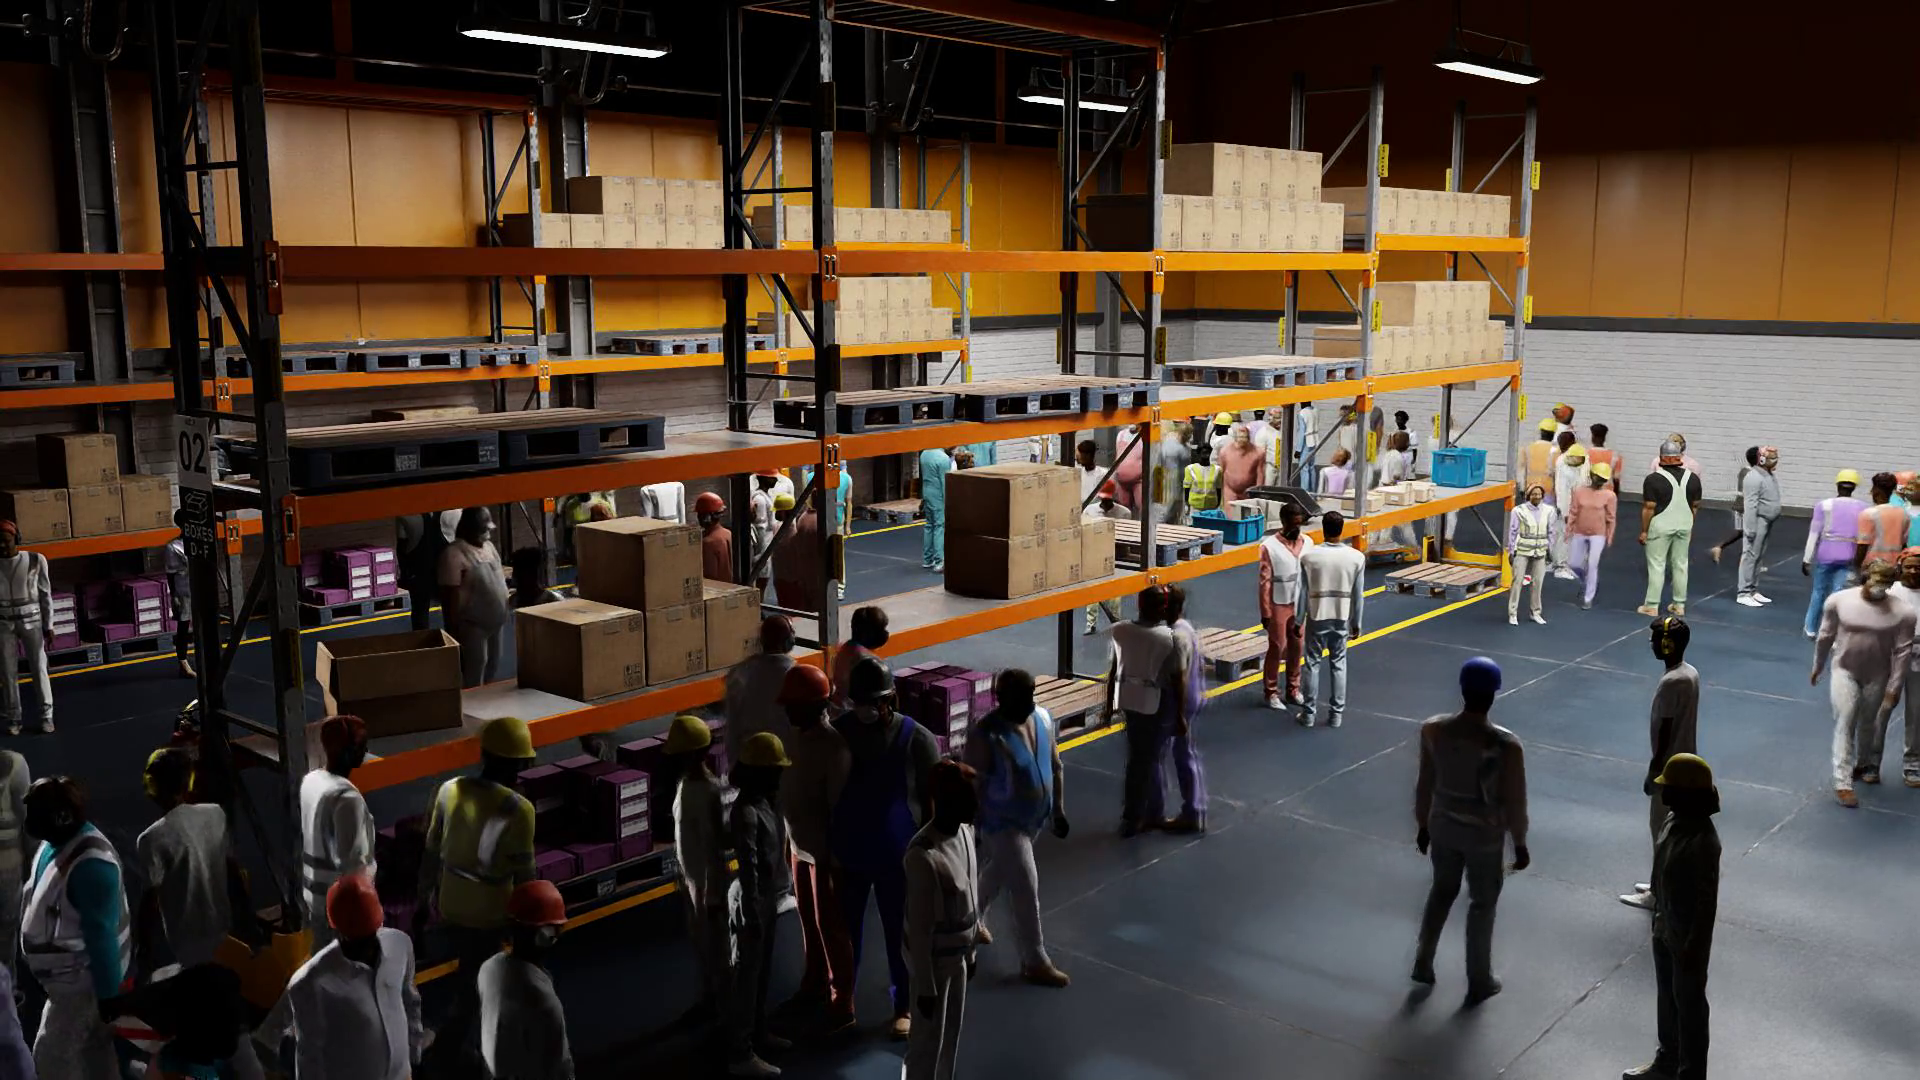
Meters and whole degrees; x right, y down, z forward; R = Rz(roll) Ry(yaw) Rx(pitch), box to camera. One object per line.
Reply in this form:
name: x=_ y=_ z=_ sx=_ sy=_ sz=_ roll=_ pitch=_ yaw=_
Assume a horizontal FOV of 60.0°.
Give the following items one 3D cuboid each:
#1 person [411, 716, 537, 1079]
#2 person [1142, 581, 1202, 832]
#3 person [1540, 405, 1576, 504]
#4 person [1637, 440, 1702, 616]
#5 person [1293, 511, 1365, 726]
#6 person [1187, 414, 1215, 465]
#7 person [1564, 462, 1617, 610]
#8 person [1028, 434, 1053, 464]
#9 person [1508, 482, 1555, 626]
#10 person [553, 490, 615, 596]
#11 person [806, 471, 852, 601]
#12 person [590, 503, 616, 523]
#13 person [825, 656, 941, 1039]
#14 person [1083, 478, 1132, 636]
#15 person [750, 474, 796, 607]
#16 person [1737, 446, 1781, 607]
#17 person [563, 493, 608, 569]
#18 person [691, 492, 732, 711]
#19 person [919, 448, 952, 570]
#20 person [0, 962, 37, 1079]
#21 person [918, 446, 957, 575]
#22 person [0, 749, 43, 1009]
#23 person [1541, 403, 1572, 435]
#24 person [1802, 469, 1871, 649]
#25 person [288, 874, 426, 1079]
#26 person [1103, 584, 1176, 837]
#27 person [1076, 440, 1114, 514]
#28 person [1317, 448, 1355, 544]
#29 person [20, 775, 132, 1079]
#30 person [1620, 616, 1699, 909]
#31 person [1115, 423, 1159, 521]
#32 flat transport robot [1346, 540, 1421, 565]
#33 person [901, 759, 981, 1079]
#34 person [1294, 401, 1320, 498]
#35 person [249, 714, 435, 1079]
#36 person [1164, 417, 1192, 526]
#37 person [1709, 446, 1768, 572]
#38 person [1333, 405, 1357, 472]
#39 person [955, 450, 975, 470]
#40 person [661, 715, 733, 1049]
person: x=-2.371 y=1.795 z=8.135 sx=0.602 sy=1.866 sz=0.833 roll=7 pitch=12 yaw=37
person: x=1.431 y=1.189 z=11.818 sx=0.680 sy=1.823 sz=0.534 roll=3 pitch=10 yaw=17
person: x=9.184 y=-1.144 z=25.622 sx=0.460 sy=1.868 sz=0.614 roll=-5 pitch=11 yaw=-27
person: x=8.111 y=-0.145 z=19.148 sx=0.681 sy=2.000 sz=0.536 roll=-1 pitch=10 yaw=-8
person: x=3.226 y=0.696 z=14.544 sx=0.597 sy=1.908 sz=0.402 roll=-1 pitch=10 yaw=-3
person: x=3.697 y=-1.196 z=25.464 sx=0.619 sy=2.028 sz=0.409 roll=6 pitch=11 yaw=32
person: x=7.411 y=-0.060 z=19.564 sx=0.554 sy=1.733 sz=0.535 roll=6 pitch=11 yaw=33
person: x=1.298 y=-1.365 z=27.053 sx=0.394 sy=1.836 sz=0.559 roll=-3 pitch=10 yaw=-16
person: x=6.374 y=0.156 z=18.601 sx=0.529 sy=1.627 sz=0.321 roll=-1 pitch=10 yaw=-9
person: x=-4.587 y=-0.322 z=20.562 sx=0.717 sy=1.926 sz=1.028 roll=4 pitch=10 yaw=21
person: x=-1.575 y=-0.192 z=20.009 sx=0.566 sy=1.846 sz=0.387 roll=1 pitch=10 yaw=7
person: x=-3.607 y=0.432 z=16.918 sx=0.268 sy=1.632 sz=0.507 roll=-2 pitch=10 yaw=-11
person: x=-0.461 y=1.604 z=8.706 sx=0.679 sy=2.000 sz=0.537 roll=2 pitch=10 yaw=11
person: x=1.577 y=0.180 z=18.082 sx=0.559 sy=1.746 sz=0.332 roll=2 pitch=10 yaw=11
person: x=-2.203 y=-0.076 z=19.178 sx=0.647 sy=1.900 sz=0.400 roll=-3 pitch=10 yaw=-15
person: x=9.494 y=-0.171 z=19.704 sx=0.400 sy=1.907 sz=0.645 roll=9 pitch=13 yaw=42
person: x=-4.229 y=0.075 z=18.913 sx=0.568 sy=1.673 sz=0.374 roll=2 pitch=10 yaw=10
person: x=-2.237 y=0.555 z=15.106 sx=0.397 sy=1.992 sz=0.623 roll=2 pitch=10 yaw=12
person: x=-0.275 y=-0.535 z=21.916 sx=0.399 sy=1.899 sz=0.646 roll=-5 pitch=11 yaw=-28
person: x=-3.698 y=2.130 z=5.935 sx=0.778 sy=1.919 sz=0.418 roll=-4 pitch=10 yaw=-24
person: x=-0.205 y=-0.488 z=21.885 sx=0.582 sy=1.809 sz=0.767 roll=7 pitch=12 yaw=34
person: x=-5.223 y=1.687 z=8.875 sx=0.607 sy=1.817 sz=0.409 roll=-2 pitch=10 yaw=-10
person: x=9.825 y=-1.386 z=27.421 sx=0.532 sy=1.756 sz=0.337 roll=7 pitch=12 yaw=37
person: x=9.278 y=0.185 z=17.679 sx=0.667 sy=1.868 sz=0.886 roll=3 pitch=10 yaw=15
person: x=-2.417 y=2.112 z=6.618 sx=0.602 sy=1.723 sz=0.568 roll=5 pitch=11 yaw=29
person: x=1.350 y=1.193 z=11.821 sx=0.596 sy=1.814 sz=0.589 roll=6 pitch=11 yaw=34
person: x=1.593 y=-0.245 z=20.012 sx=0.441 sy=1.950 sz=0.648 roll=-9 pitch=13 yaw=-42
person: x=4.969 y=-0.408 z=21.953 sx=0.539 sy=1.619 sz=0.527 roll=4 pitch=10 yaw=24
person: x=-3.993 y=1.938 z=7.359 sx=0.592 sy=1.824 sz=0.649 roll=-8 pitch=12 yaw=-39
person: x=4.442 y=1.401 z=10.489 sx=0.351 sy=1.856 sz=0.521 roll=7 pitch=12 yaw=35
person: x=2.462 y=-0.906 z=23.694 sx=0.683 sy=2.000 sz=0.536 roll=8 pitch=13 yaw=41
flat transport robot: x=5.463 y=0.188 z=22.438 sx=1.431 sy=0.197 sz=0.652 roll=-5 pitch=11 yaw=-30
person: x=-0.077 y=1.895 z=7.479 sx=0.356 sy=1.876 sz=0.574 roll=4 pitch=10 yaw=21
person: x=5.847 y=-1.574 z=28.041 sx=0.392 sy=1.921 sz=0.593 roll=8 pitch=12 yaw=38
person: x=-3.130 y=1.779 z=8.246 sx=0.903 sy=1.854 sz=0.594 roll=-9 pitch=13 yaw=-43
person: x=3.180 y=-0.940 z=24.243 sx=0.386 sy=1.929 sz=0.544 roll=-3 pitch=10 yaw=-18
person: x=10.265 y=-0.406 z=21.788 sx=0.650 sy=1.673 sz=0.539 roll=0 pitch=10 yaw=-2
person: x=5.985 y=-1.179 z=25.879 sx=0.468 sy=1.851 sz=0.533 roll=-2 pitch=10 yaw=-12
person: x=0.019 y=-0.155 z=19.838 sx=0.342 sy=1.839 sz=0.501 roll=-4 pitch=10 yaw=-21
person: x=-1.349 y=1.761 z=8.639 sx=0.372 sy=1.756 sz=0.541 roll=-3 pitch=10 yaw=-20
